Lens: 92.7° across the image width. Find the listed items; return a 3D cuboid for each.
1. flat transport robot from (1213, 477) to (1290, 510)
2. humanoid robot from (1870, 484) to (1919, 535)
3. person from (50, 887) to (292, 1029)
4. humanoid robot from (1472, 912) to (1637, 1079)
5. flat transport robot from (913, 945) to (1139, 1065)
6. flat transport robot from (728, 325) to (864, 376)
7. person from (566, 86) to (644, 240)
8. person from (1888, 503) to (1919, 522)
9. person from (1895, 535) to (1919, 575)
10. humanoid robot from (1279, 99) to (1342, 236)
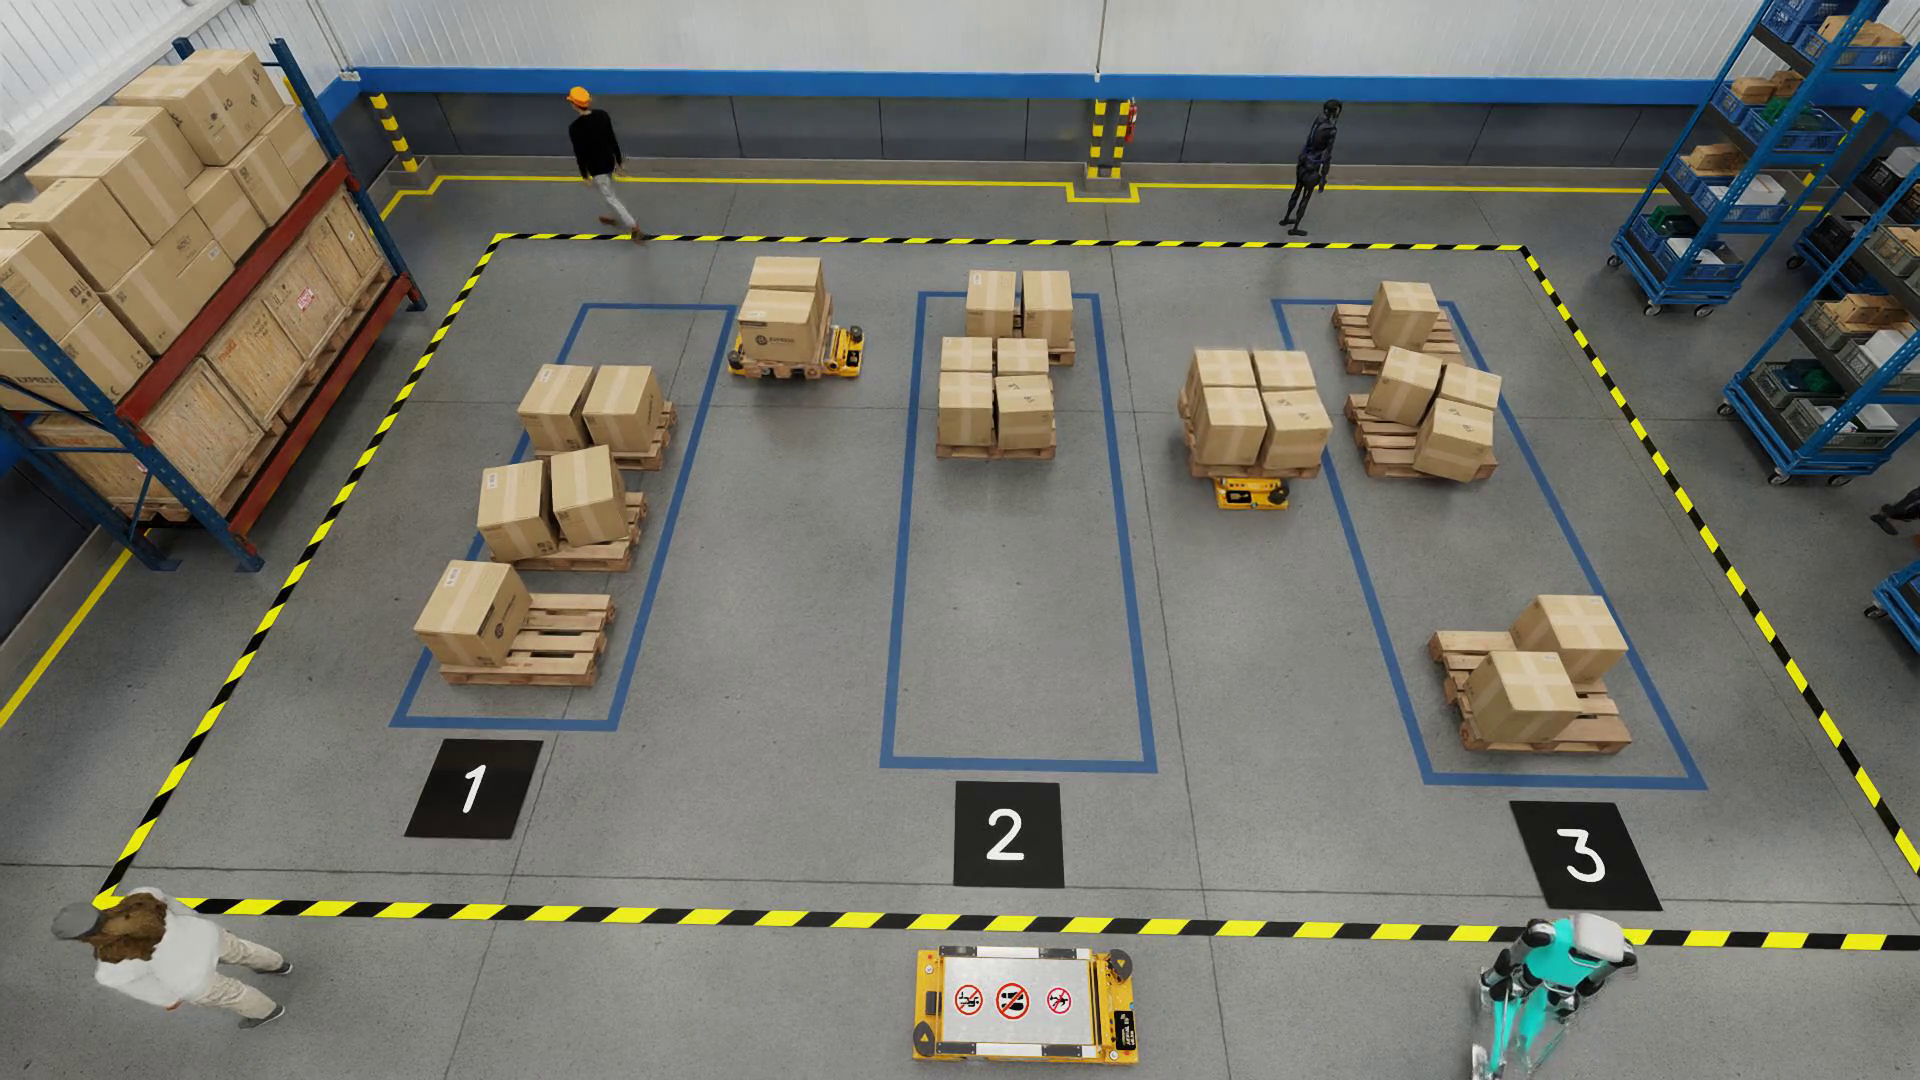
[{"bbox_3d":[2.835,-0.904,9.205,0.652,0.197,1.431,1,51,1],"label":"flat transport robot"},{"bbox_3d":[8.957,-0.711,8.147,0.599,1.657,0.315,-24,55,-18],"label":"humanoid robot"},{"bbox_3d":[-4.634,2.511,5.474,0.407,1.761,0.564,-9,51,-7],"label":"person"},{"bbox_3d":[3.307,2.747,5.292,0.534,1.727,1.013,11,52,9],"label":"humanoid robot"},{"bbox_3d":[0.422,3.041,6.007,1.431,0.231,0.659,1,51,1],"label":"flat transport robot"},{"bbox_3d":[-1.816,-2.121,10.197,1.431,0.197,0.652,1,51,1],"label":"flat transport robot"},{"bbox_3d":[-4.350,-4.570,11.189,0.841,1.858,0.588,26,55,20],"label":"person"},{"bbox_3d":[9.094,-0.695,7.958,0.361,1.963,0.614,-6,51,-5],"label":"person"},{"bbox_3d":[8.831,-0.417,7.787,0.835,1.893,0.367,-27,56,-20],"label":"person"},{"bbox_3d":[4.353,-4.613,11.330,0.315,1.654,0.599,-7,51,-6],"label":"humanoid robot"}]
